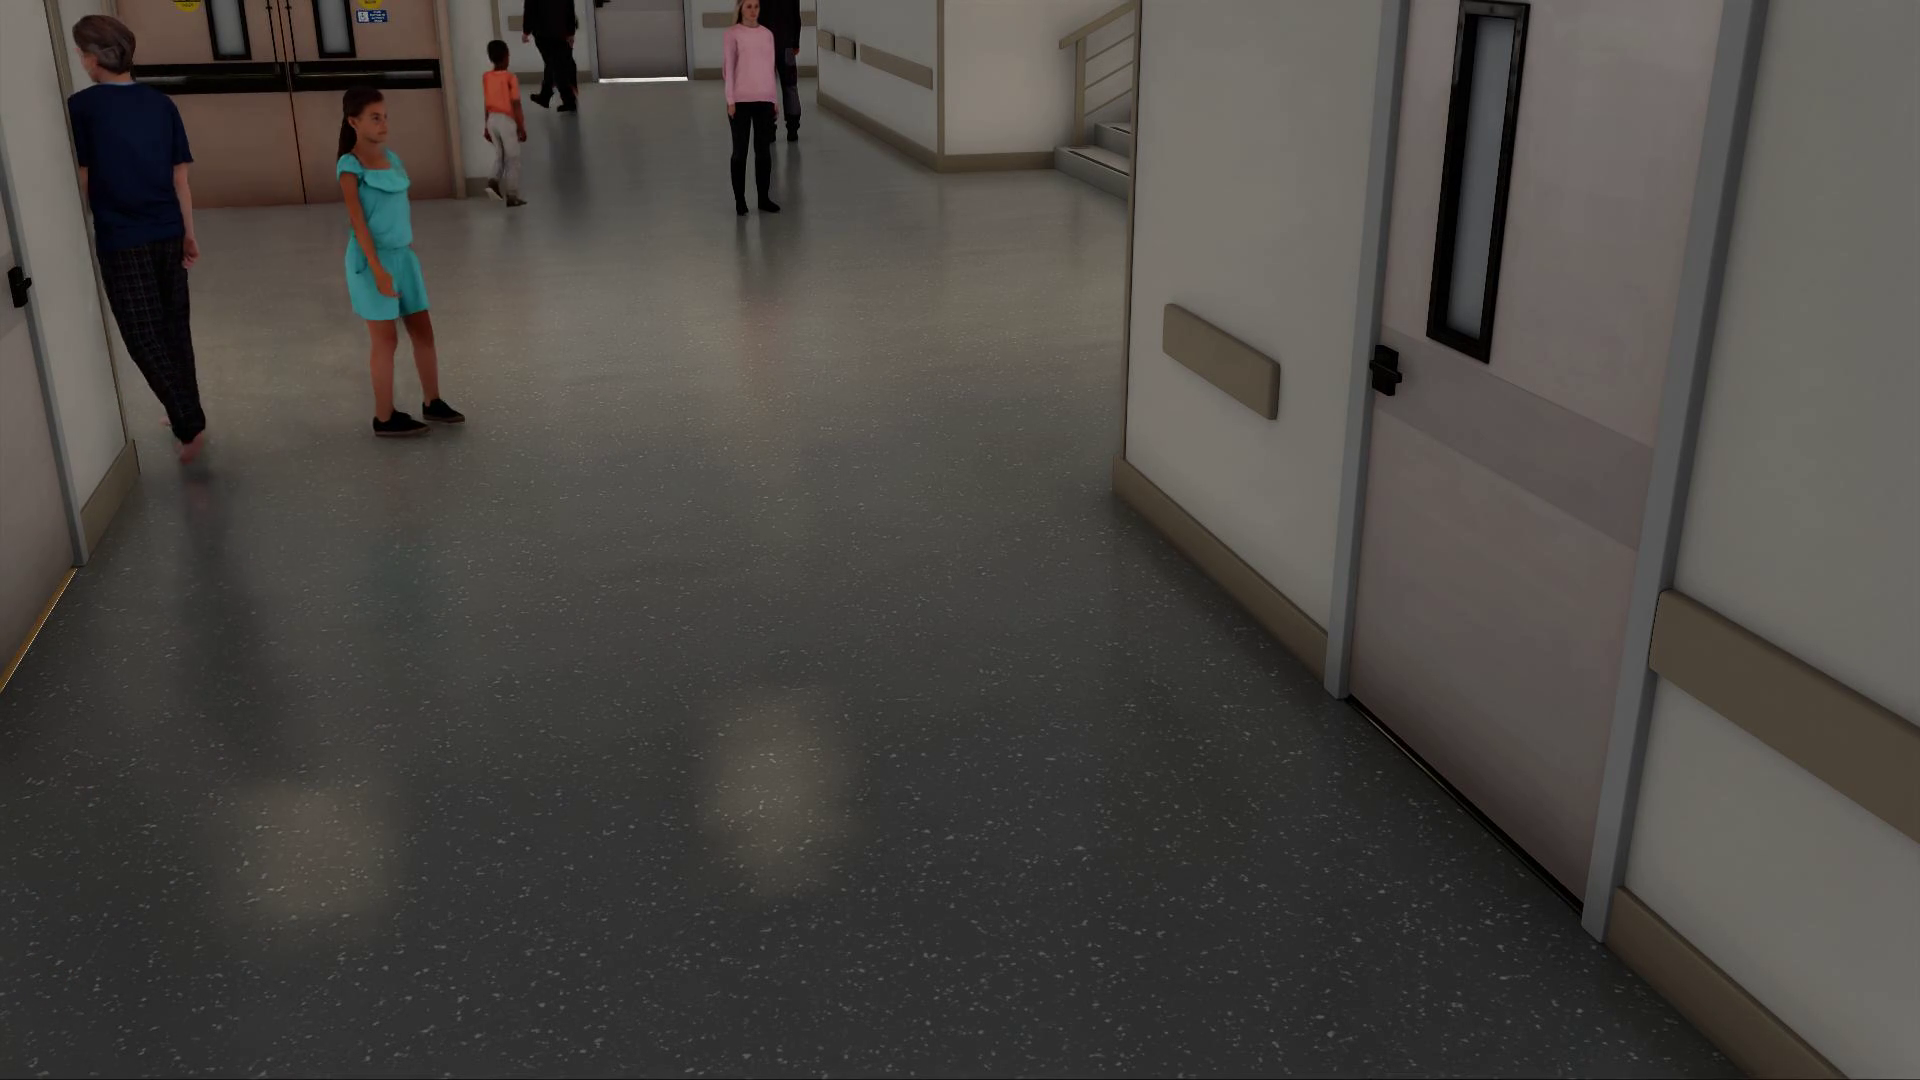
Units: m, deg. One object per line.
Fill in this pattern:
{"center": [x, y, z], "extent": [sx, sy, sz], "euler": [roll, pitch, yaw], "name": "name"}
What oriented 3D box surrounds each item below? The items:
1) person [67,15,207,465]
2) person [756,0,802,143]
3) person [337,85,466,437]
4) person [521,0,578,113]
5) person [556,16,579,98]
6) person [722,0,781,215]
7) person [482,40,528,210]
{"center": [-3.408, -1.220, 7.011], "extent": [1.123, 1.834, 1.142], "euler": [17, 27, 38], "name": "person"}
{"center": [-1.904, -5.106, 17.112], "extent": [0.554, 1.945, 0.785], "euler": [-8, 22, -20], "name": "person"}
{"center": [-2.619, -1.234, 7.444], "extent": [0.755, 1.553, 0.694], "euler": [8, 22, 20], "name": "person"}
{"center": [-4.701, -5.858, 19.290], "extent": [1.252, 1.810, 1.236], "euler": [14, 25, 33], "name": "person"}
{"center": [-5.035, -6.540, 21.134], "extent": [0.838, 1.777, 0.962], "euler": [-9, 23, -22], "name": "person"}
{"center": [-1.645, -3.439, 13.075], "extent": [0.564, 1.687, 0.712], "euler": [-12, 24, -28], "name": "person"}
{"center": [-3.672, -3.284, 13.213], "extent": [0.661, 1.300, 0.716], "euler": [10, 23, 25], "name": "person"}
